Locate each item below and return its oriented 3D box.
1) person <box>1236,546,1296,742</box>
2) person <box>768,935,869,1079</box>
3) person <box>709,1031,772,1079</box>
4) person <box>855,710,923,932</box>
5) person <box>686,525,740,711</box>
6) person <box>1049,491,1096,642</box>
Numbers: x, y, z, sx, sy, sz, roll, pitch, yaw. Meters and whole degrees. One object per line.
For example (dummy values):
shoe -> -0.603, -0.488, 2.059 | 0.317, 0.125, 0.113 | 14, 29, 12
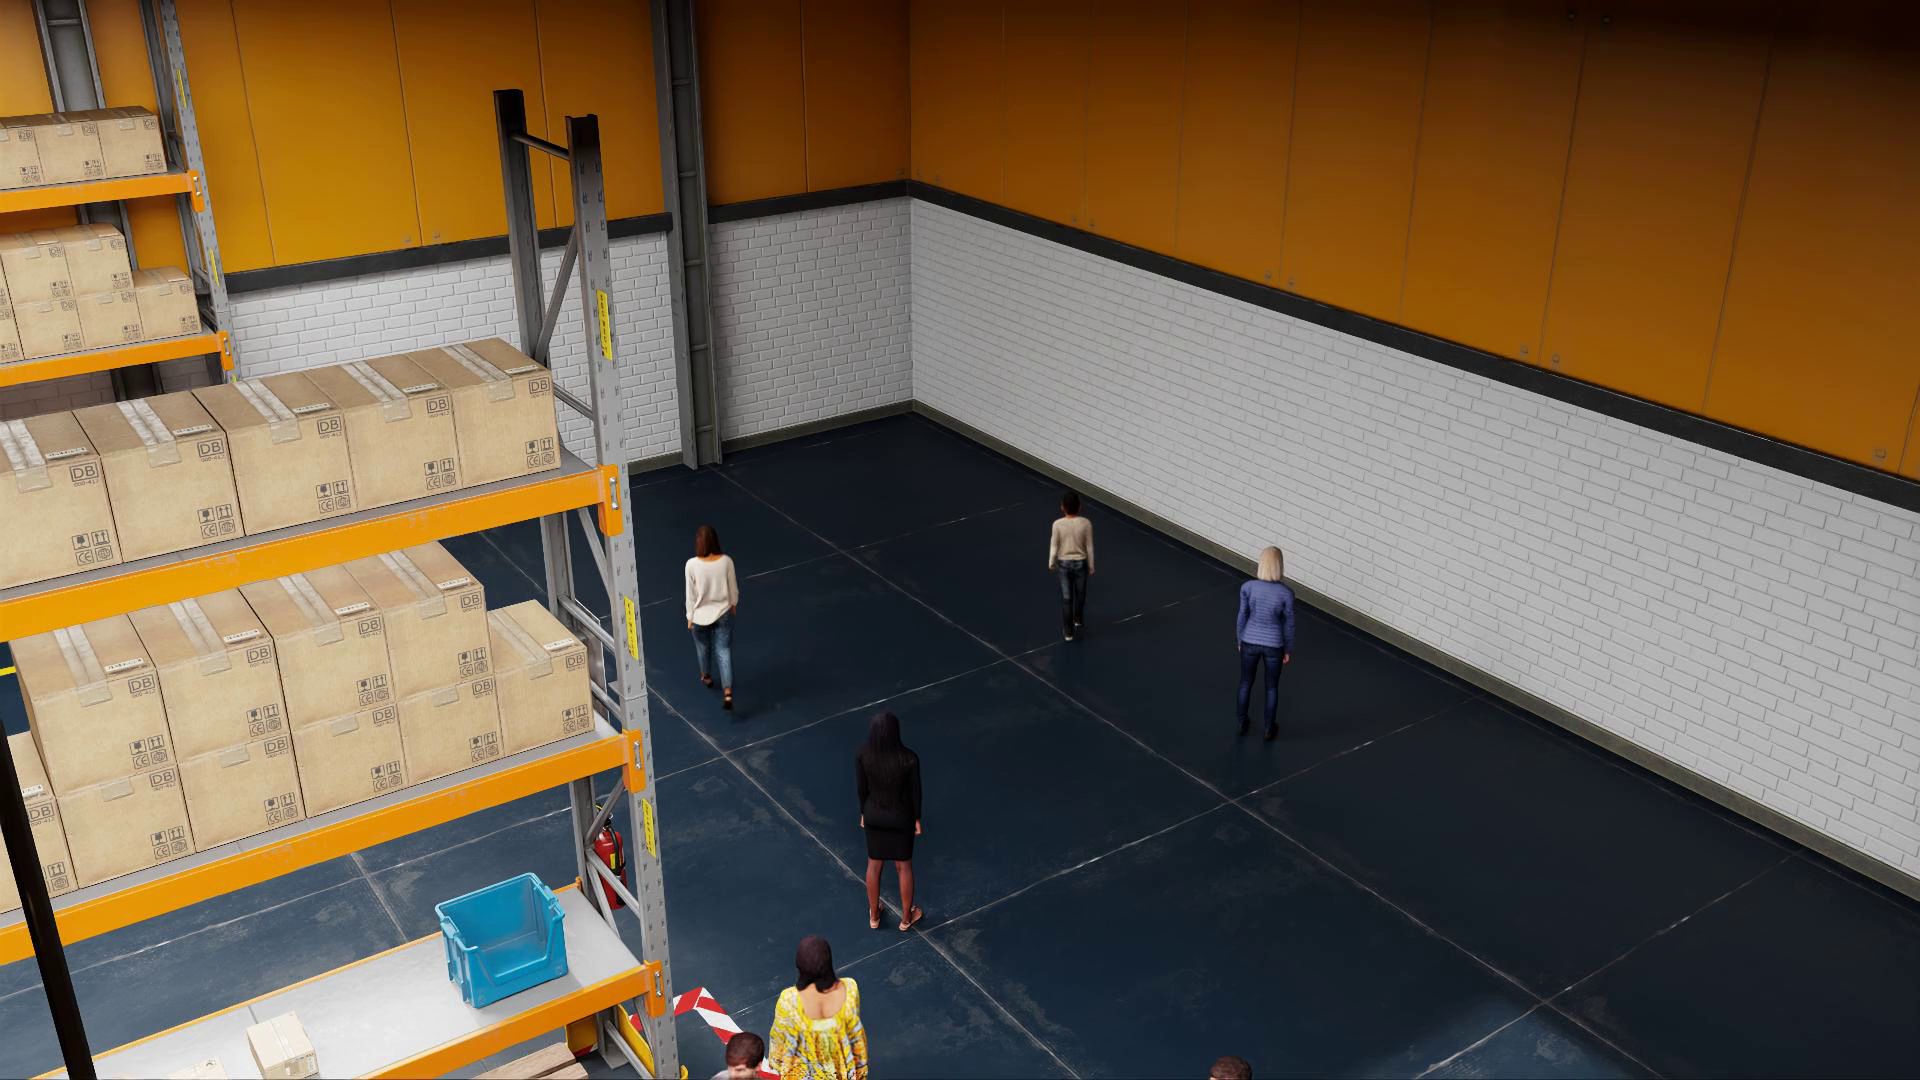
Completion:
person -> 2.544, 0.863, 13.964 | 0.718, 1.743, 0.739 | 8, 25, 18
person -> -0.772, 2.991, 9.262 | 1.029, 1.608, 0.876 | -10, 26, -22
person -> -1.053, 3.236, 8.411 | 0.735, 1.843, 0.753 | 8, 25, 17
person -> -0.491, 1.935, 11.540 | 0.674, 1.720, 0.731 | 4, 24, 10
person -> -2.132, 0.705, 14.450 | 1.095, 1.643, 0.932 | -6, 24, -14
person -> 1.062, 0.270, 15.684 | 0.830, 1.451, 0.858 | -1, 24, -2
